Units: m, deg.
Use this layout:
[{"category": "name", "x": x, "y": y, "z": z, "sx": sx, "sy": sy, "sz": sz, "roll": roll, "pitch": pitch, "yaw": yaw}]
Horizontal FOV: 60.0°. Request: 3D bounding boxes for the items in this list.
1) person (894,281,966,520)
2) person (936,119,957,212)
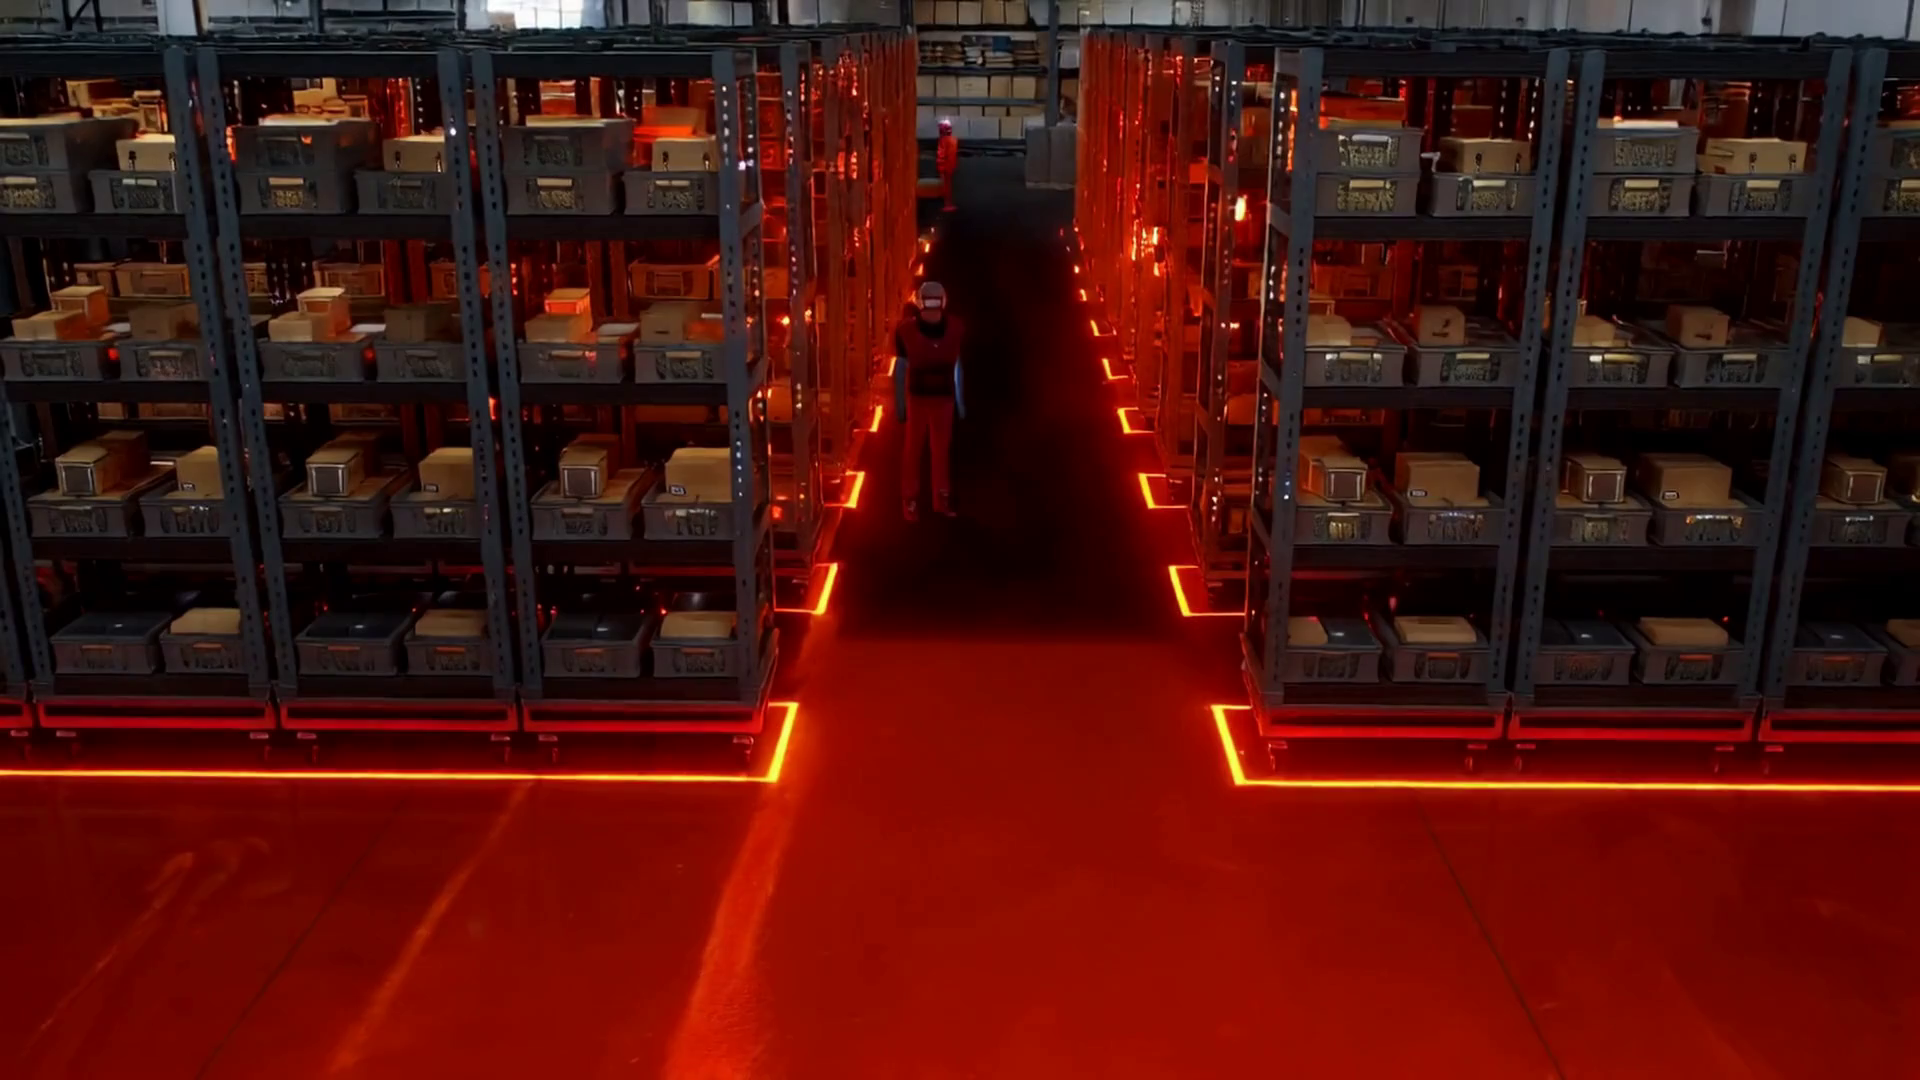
[{"category": "person", "x": -0.230, "y": -1.082, "z": 12.793, "sx": 0.564, "sy": 1.841, "sz": 0.395, "roll": -6, "pitch": 18, "yaw": -18}, {"category": "person", "x": -0.267, "y": -7.473, "z": 33.208, "sx": 0.404, "sy": 1.824, "sz": 0.597, "roll": -7, "pitch": 19, "yaw": -20}]
